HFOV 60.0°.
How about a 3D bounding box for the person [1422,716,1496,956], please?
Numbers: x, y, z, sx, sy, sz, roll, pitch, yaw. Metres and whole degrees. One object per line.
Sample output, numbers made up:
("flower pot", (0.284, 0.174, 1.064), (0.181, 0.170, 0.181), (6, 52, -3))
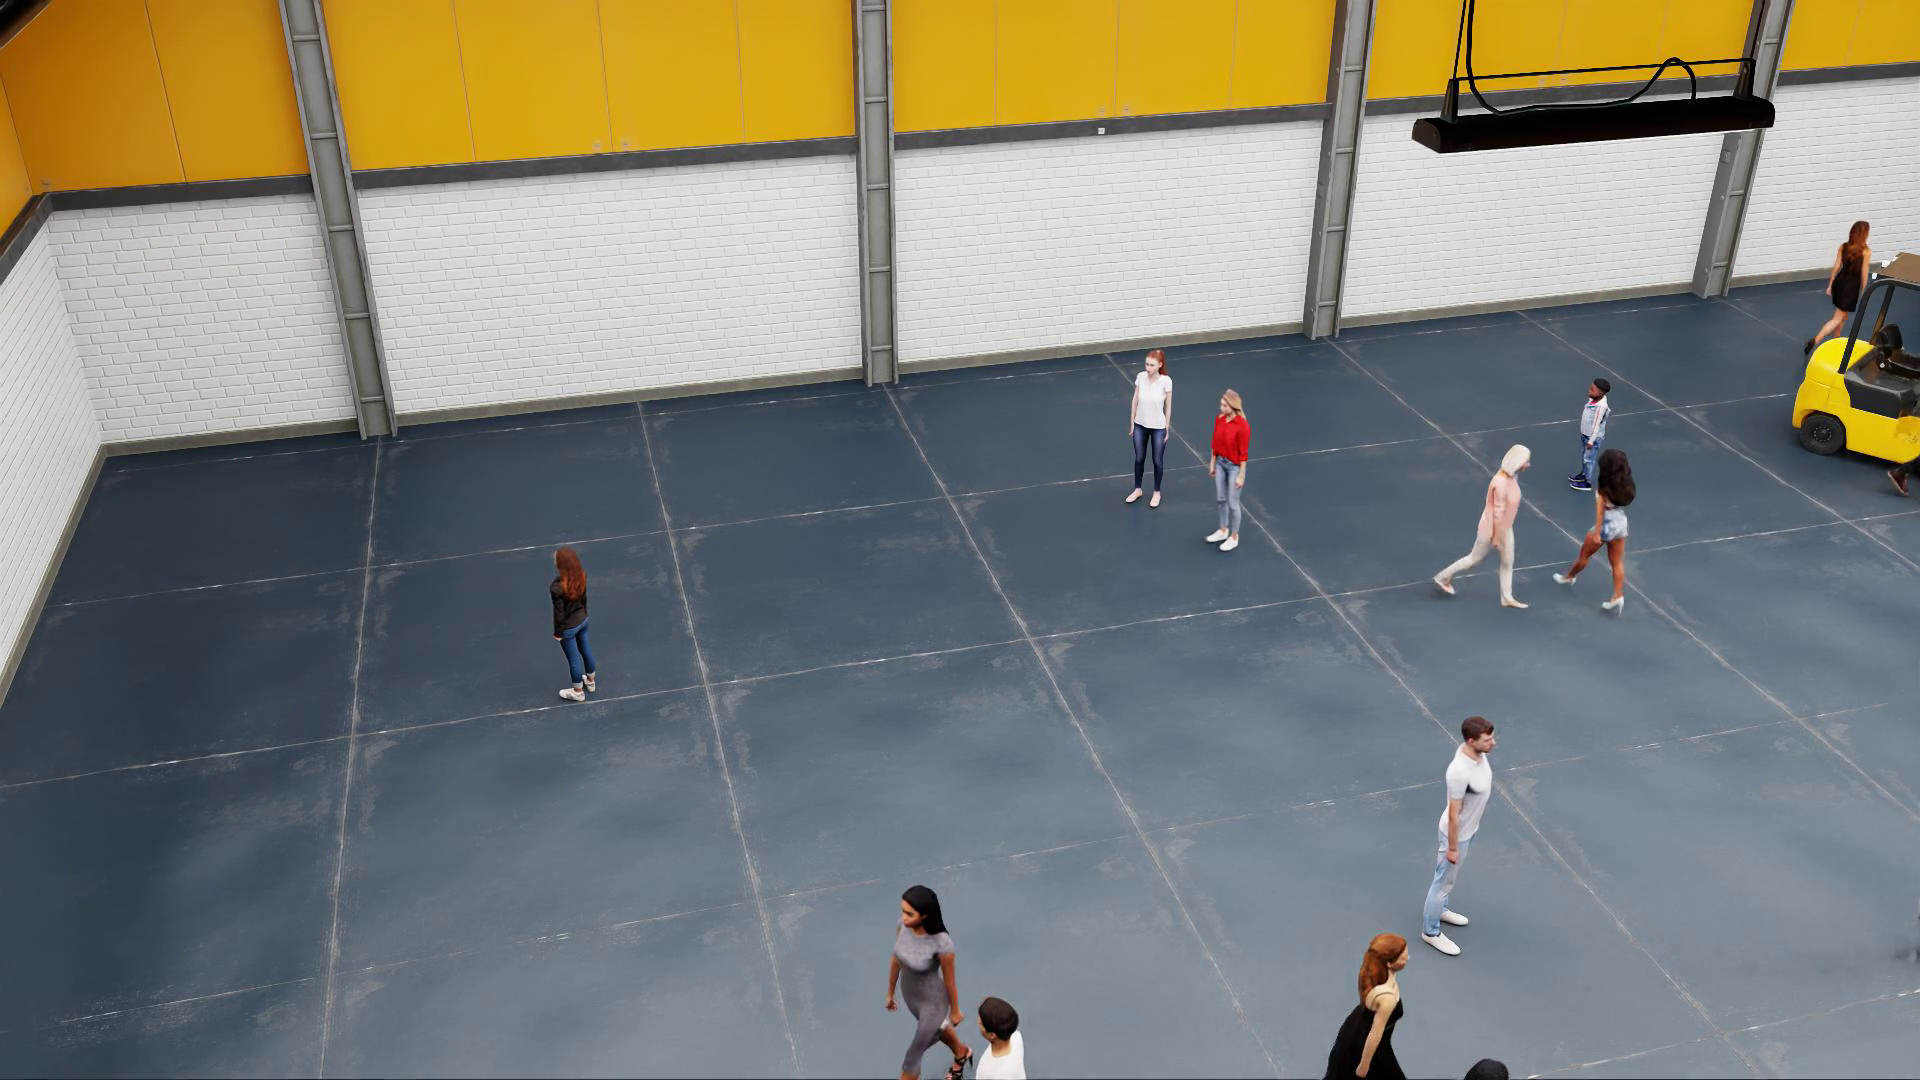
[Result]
("person", (3.452, 1.999, 11.542), (0.768, 1.851, 0.718), (14, 32, 24))

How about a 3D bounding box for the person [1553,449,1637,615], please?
("person", (6.134, -0.038, 15.573), (1.006, 1.567, 0.871), (-20, 34, -32))

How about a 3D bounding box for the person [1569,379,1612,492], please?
("person", (6.830, -1.154, 17.941), (0.570, 1.258, 0.535), (3, 29, 6))

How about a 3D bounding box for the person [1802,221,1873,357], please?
("person", (11.064, -3.080, 20.899), (1.139, 1.807, 0.750), (-15, 32, -25))

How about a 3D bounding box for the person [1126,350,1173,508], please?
("person", (2.014, -1.186, 17.499), (0.643, 1.737, 0.716), (13, 31, 22))

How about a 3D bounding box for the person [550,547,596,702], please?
("person", (-3.331, 0.701, 14.307), (0.692, 1.481, 0.640), (14, 32, 24))

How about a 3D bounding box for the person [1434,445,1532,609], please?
("person", (4.945, -0.140, 15.634), (1.167, 1.687, 1.128), (15, 32, 26))

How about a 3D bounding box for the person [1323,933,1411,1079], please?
("person", (2.346, 3.020, 9.951), (1.100, 1.582, 0.745), (0, 29, 1))

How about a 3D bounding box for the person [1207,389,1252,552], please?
("person", (2.714, -0.718, 16.680), (0.671, 1.700, 0.696), (-21, 35, -34))

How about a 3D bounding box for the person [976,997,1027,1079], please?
("person", (0.237, 3.252, 9.380), (0.634, 1.720, 0.687), (1, 29, 2))

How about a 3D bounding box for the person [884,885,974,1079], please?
("person", (-0.150, 2.799, 10.209), (1.196, 1.723, 0.950), (-24, 37, -37))
